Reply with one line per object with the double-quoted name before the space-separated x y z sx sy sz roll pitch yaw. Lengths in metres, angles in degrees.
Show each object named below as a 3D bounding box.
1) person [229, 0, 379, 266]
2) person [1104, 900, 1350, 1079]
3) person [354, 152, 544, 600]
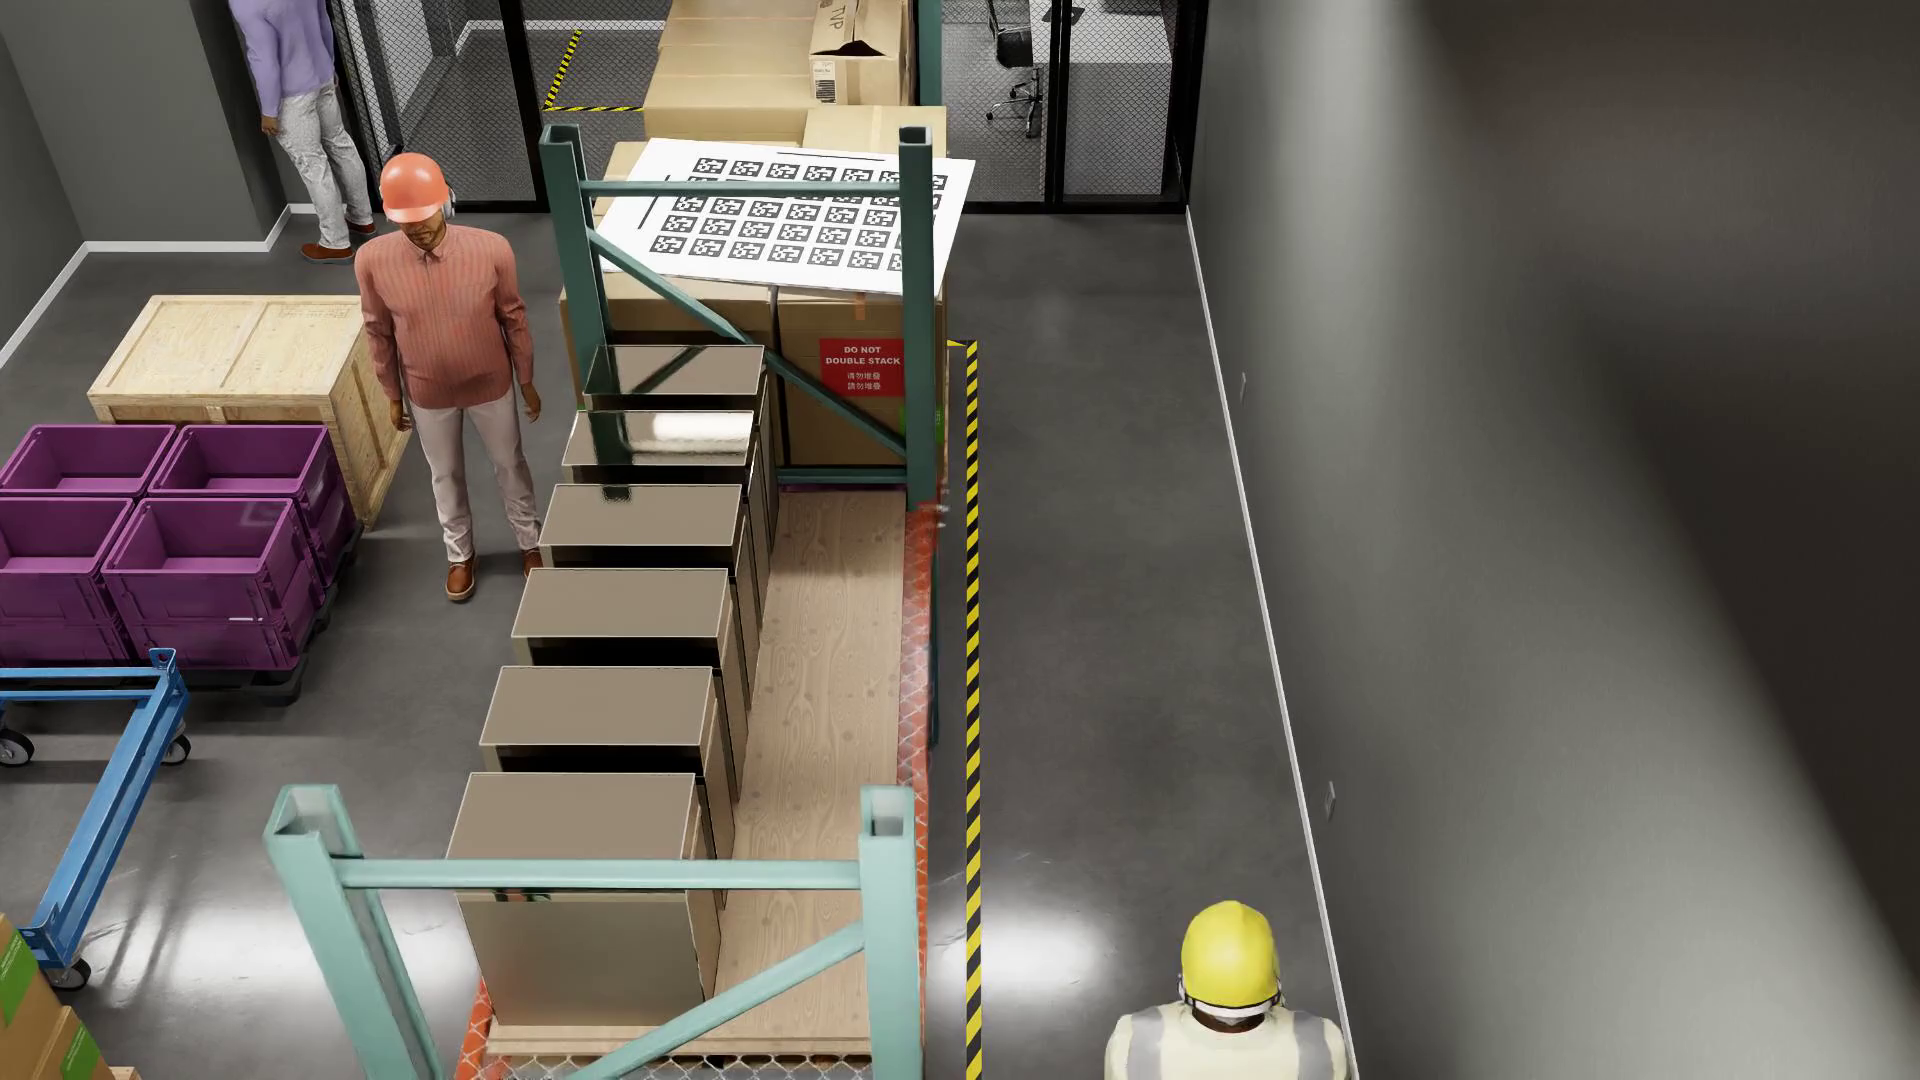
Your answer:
"person" -3.407 -2.341 8.562 0.357 1.938 0.637 11 42 12
"person" 0.633 1.575 4.193 0.591 1.801 0.839 6 42 6
"person" -1.968 -0.616 6.547 0.610 1.996 0.378 -9 42 -10
